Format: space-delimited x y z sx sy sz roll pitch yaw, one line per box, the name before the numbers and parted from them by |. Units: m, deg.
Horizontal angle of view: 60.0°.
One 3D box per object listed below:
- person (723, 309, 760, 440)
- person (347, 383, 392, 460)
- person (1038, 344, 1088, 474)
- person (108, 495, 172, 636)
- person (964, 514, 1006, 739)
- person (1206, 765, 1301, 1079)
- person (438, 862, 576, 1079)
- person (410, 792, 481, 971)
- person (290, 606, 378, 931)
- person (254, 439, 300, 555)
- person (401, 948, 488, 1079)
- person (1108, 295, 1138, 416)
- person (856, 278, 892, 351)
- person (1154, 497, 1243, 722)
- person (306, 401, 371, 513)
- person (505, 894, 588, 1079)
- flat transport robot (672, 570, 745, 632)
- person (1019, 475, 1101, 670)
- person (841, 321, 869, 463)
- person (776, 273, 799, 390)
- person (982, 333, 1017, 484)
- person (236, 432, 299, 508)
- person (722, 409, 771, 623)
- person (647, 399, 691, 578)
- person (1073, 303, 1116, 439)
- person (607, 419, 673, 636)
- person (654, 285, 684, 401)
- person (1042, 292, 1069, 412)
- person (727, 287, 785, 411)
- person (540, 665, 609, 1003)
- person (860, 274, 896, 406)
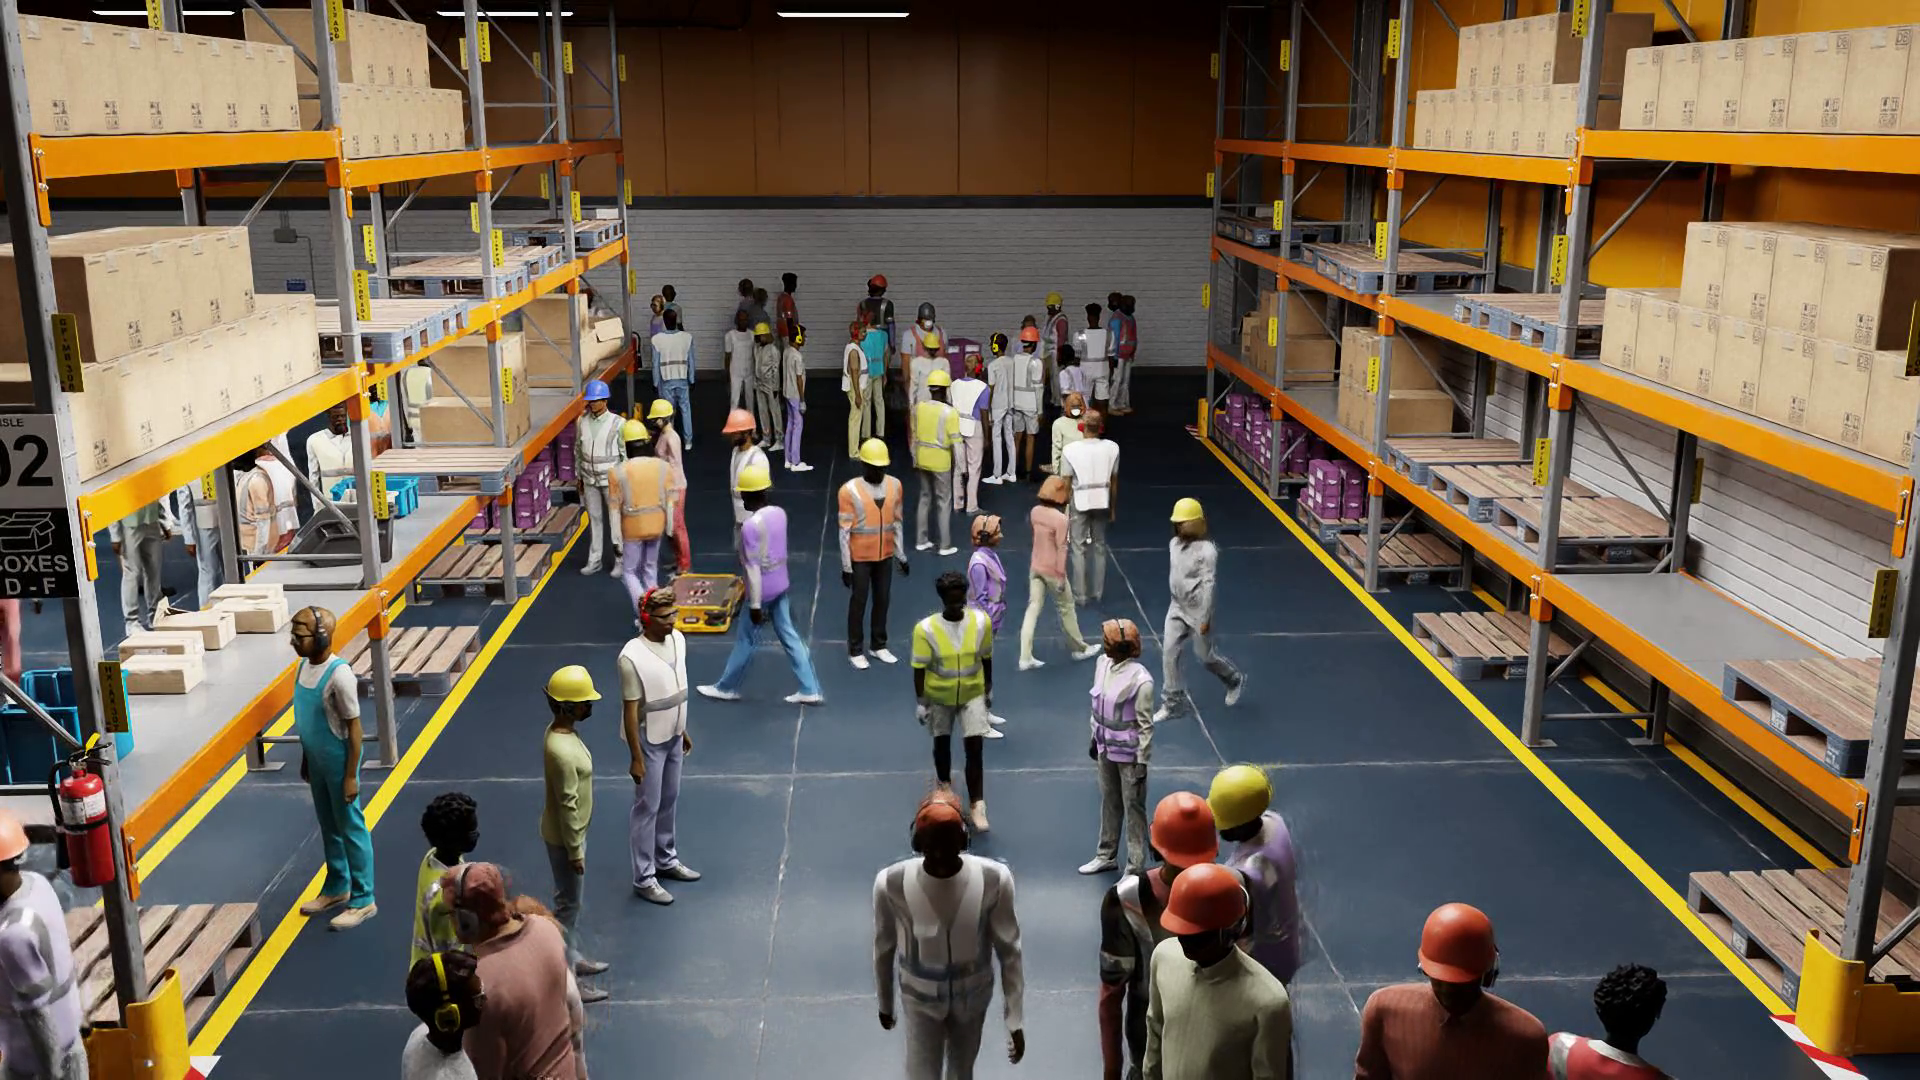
person | -3.024 -2.291 23.122 0.504 1.840 0.341 -7 16 -25
person | -6.024 -0.823 17.194 0.376 1.917 0.599 11 18 37
person | 1.374 -1.623 20.873 0.725 1.647 0.549 9 17 33
person | -7.116 -0.108 14.419 0.418 1.907 0.608 7 16 25
person | 0.184 0.616 12.102 0.308 1.640 0.511 1 14 5
person | 1.254 1.781 7.068 0.391 1.883 0.753 6 16 23
person | -1.640 2.037 6.041 0.617 1.875 0.704 5 15 18
person | -2.163 1.874 7.075 0.325 1.689 0.536 -6 15 -21
person | -3.489 1.248 9.209 0.505 1.847 0.347 12 19 39
person | -5.854 -0.058 14.221 0.390 1.907 0.597 3 15 13
person | -1.612 2.199 5.423 0.329 1.875 0.507 -7 16 -27
person | 2.461 -2.787 25.094 0.431 1.833 0.638 10 17 33
person | -1.346 -3.127 26.141 0.607 1.966 0.367 3 15 11
person | 1.782 0.506 12.397 0.728 1.723 0.491 -11 18 -36
person | -5.718 -0.374 15.429 0.588 1.920 0.391 -10 18 -35
person | -1.592 2.091 6.363 0.522 1.622 0.338 12 19 39
flat transport robot | -2.362 0.543 15.114 0.652 0.197 1.431 0 14 0
person | 0.799 0.252 13.601 0.816 1.592 0.513 -10 17 -34
person | -1.363 -1.942 21.728 0.375 1.843 0.574 -1 14 -4
person | -2.808 -3.400 27.232 0.370 1.957 0.606 -5 15 -18
person | 0.501 -1.609 20.403 0.510 1.860 0.333 -13 20 -42
person | -6.621 -0.456 15.864 0.606 1.863 0.712 -4 15 -16
person | -1.885 -0.210 14.777 0.412 1.943 0.550 -9 17 -33
person | -2.857 -0.509 16.288 0.353 1.756 0.523 -6 15 -22
person | 1.825 -2.260 22.736 0.602 1.967 0.368 -2 14 -9
person | -2.728 -0.087 14.321 0.601 1.908 0.607 -9 17 -32
person | -4.584 -3.117 26.342 0.506 1.847 0.344 5 15 20
person | 1.454 -2.870 25.427 0.403 1.824 0.591 -3 15 -11
person | -3.113 -2.882 25.293 0.819 1.917 0.634 -7 16 -25
person | -1.960 1.486 8.456 0.339 1.761 0.524 -3 15 -13
person | -1.255 -3.103 25.894 0.614 2.043 0.373 8 16 28
